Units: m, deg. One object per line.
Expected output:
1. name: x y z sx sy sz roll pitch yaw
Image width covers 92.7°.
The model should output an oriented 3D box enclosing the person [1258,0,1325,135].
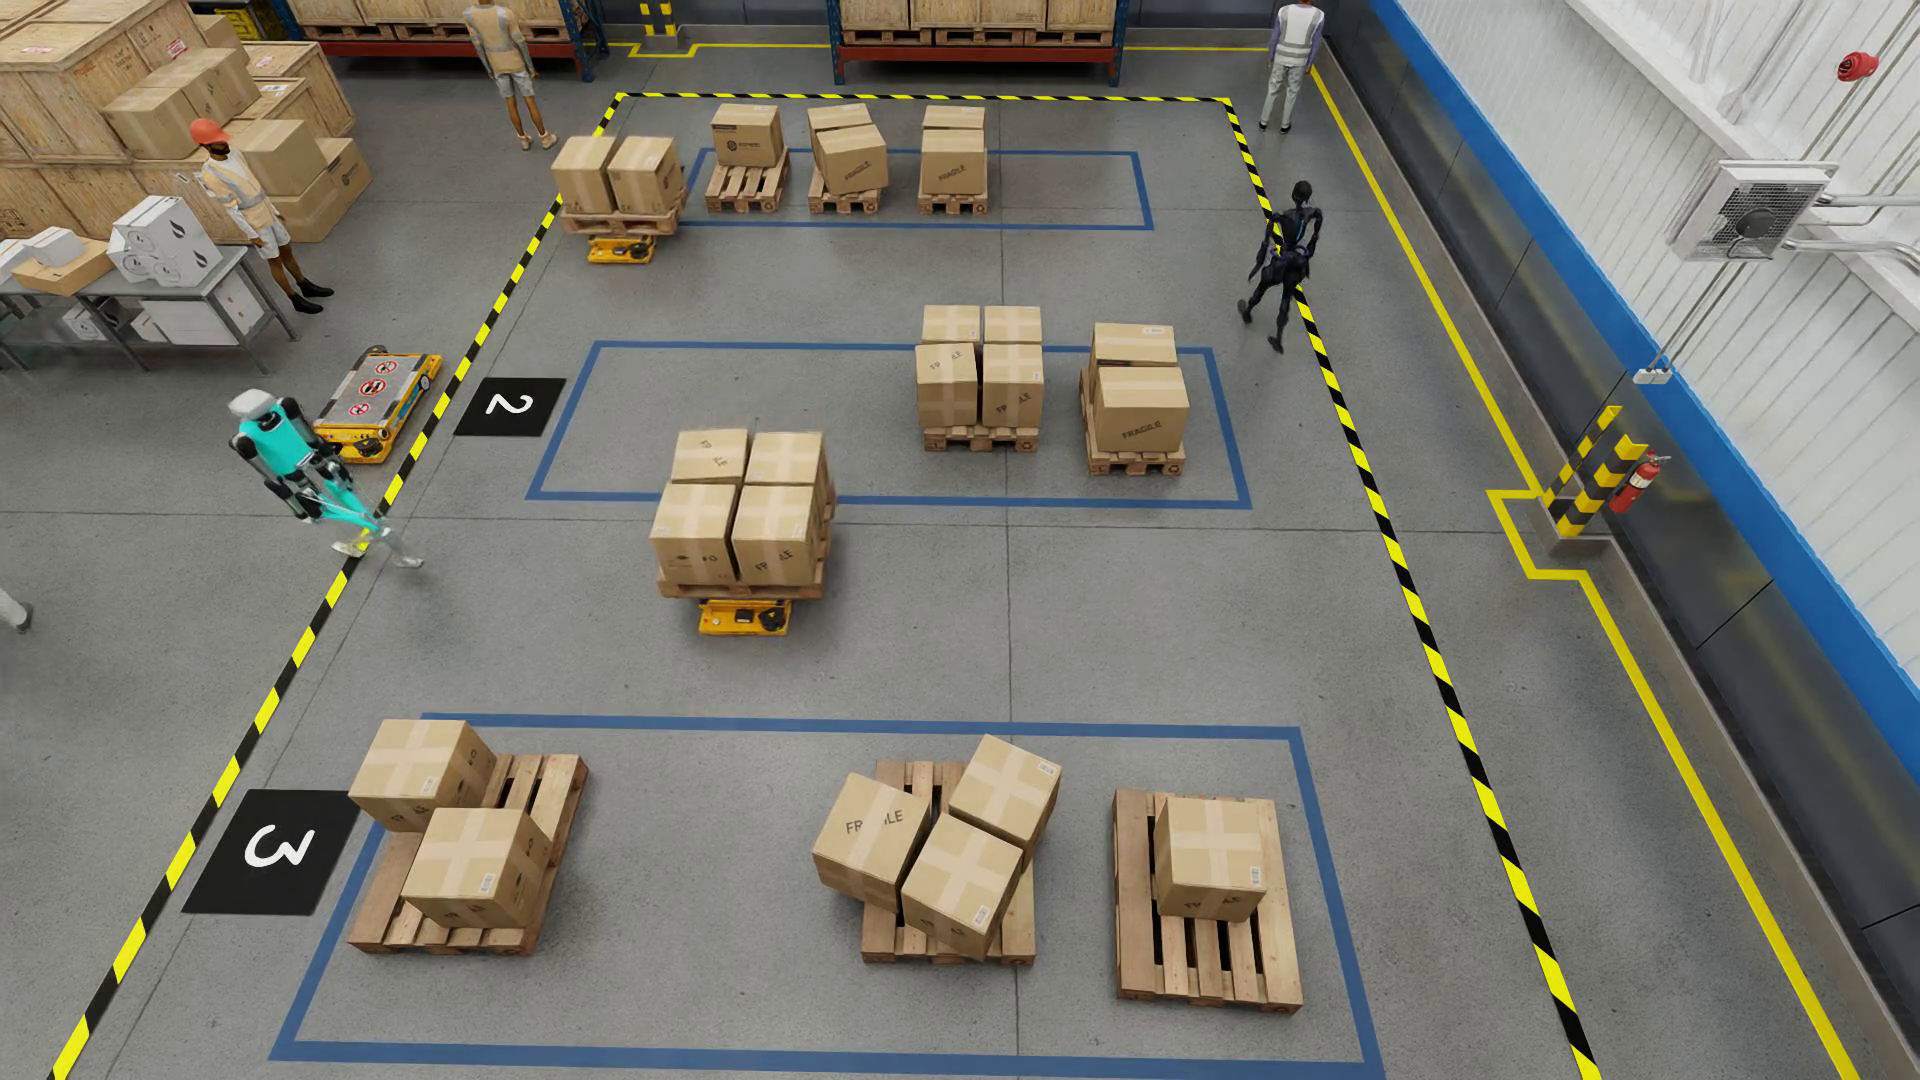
1. person: 4.135 -6.015 11.436 0.586 1.827 0.404 17 52 14

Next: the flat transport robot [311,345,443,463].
1. flat transport robot: -5.383 -1.269 8.441 0.659 0.231 1.431 1 50 1

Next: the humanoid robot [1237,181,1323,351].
1. humanoid robot: 3.070 -2.651 8.707 0.587 1.625 0.758 -7 50 -6

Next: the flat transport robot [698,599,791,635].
1. flat transport robot: -1.614 0.113 7.253 0.652 0.197 1.431 1 50 1

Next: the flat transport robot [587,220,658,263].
1. flat transport robot: -3.726 -3.629 10.419 0.652 0.197 1.431 1 50 1

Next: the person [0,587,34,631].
1. person: -7.135 0.105 6.254 0.586 1.826 0.488 -31 56 -24

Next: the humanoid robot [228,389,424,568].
1. humanoid robot: -4.522 -0.336 6.716 1.047 1.748 0.540 10 50 8

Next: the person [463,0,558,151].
1. person: -5.450 -5.743 11.063 0.607 2.048 0.364 -2 50 -2

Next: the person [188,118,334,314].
1. person: -6.805 -3.125 8.916 0.348 1.942 0.544 -2 50 -2
